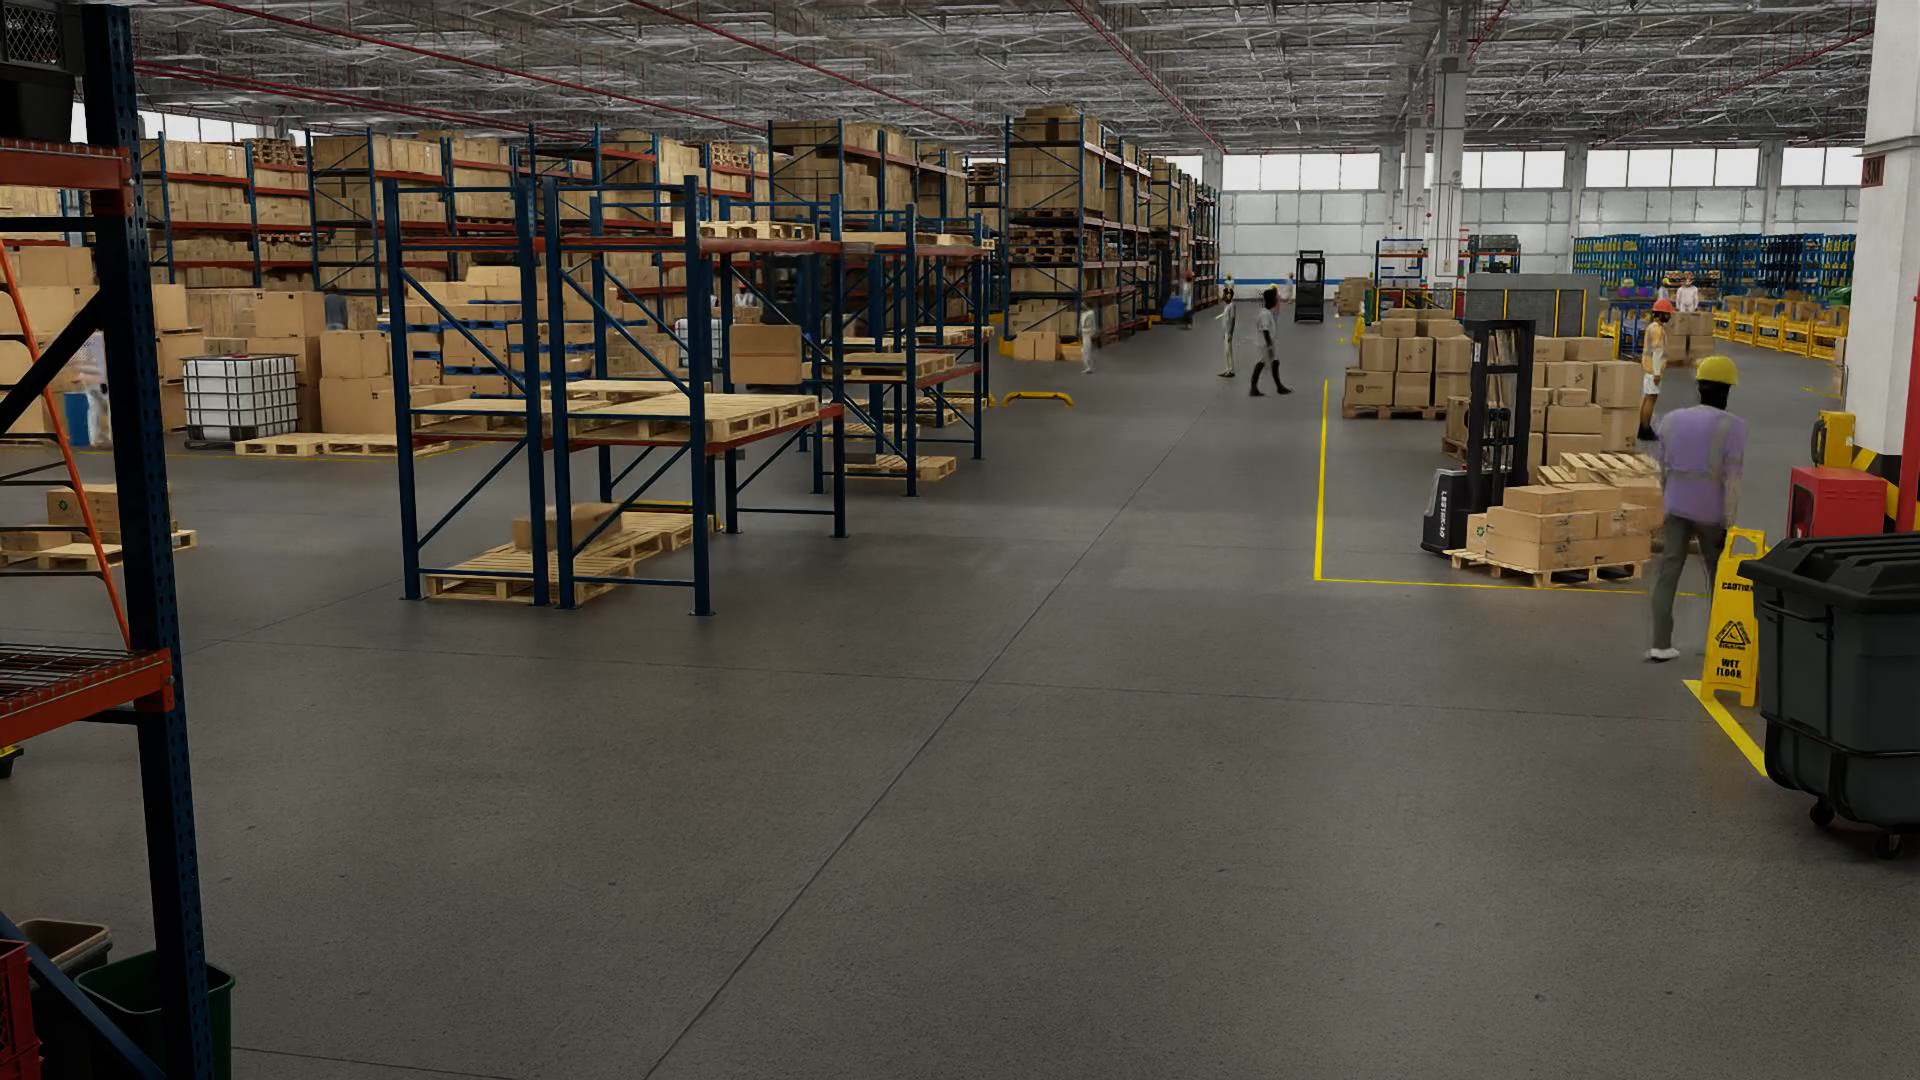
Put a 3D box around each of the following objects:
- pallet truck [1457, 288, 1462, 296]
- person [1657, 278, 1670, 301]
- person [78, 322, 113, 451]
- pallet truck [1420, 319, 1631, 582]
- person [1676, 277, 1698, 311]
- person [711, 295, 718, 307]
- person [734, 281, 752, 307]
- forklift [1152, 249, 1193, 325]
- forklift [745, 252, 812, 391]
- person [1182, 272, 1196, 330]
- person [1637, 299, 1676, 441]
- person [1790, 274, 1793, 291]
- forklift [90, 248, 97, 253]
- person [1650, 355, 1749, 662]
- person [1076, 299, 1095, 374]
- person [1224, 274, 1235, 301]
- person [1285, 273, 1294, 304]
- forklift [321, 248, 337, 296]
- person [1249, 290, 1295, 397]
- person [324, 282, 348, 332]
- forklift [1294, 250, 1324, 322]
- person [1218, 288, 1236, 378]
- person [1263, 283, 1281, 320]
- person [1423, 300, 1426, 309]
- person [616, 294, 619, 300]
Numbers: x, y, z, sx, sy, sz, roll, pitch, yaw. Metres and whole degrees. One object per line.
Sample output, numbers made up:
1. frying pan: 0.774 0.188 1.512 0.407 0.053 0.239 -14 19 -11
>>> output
1. pallet truck: 20.506 -9.785 68.819 0.653 1.274 1.630 2 10 12
2. person: 24.568 -8.231 58.104 0.403 1.817 0.597 7 12 35
3. person: -11.092 -2.058 21.519 0.649 1.820 0.556 8 13 40
4. pallet truck: 4.543 -0.757 13.299 0.823 1.965 1.885 -4 10 -22
5. person: 23.461 -7.523 53.674 0.681 1.887 0.546 3 10 17
6. person: -6.126 -5.265 40.246 0.587 1.913 0.391 -1 10 -5
7. person: -5.917 -6.153 45.497 0.544 1.923 0.600 2 10 14
8. forklift: 7.646 -9.320 61.395 1.873 2.768 1.129 2 10 11
9. forklift: -3.289 -4.243 31.332 1.129 2.768 1.873 2 10 12
10. person: 8.095 -8.374 58.314 0.686 2.024 0.636 3 10 15
11. person: 9.535 -2.323 22.759 0.377 1.932 0.552 2 10 14
12. person: 39.858 -11.875 79.642 0.589 1.826 0.403 -4 10 -21
13. forklift: -26.314 -7.471 50.446 1.129 2.768 1.873 2 10 12
14. person: 4.638 -0.199 10.333 0.995 1.871 0.601 -7 12 -36
15. person: 2.698 -4.389 35.929 0.537 1.623 0.535 -3 10 -16
16. person: 13.793 -12.760 85.214 0.545 1.716 0.928 2 10 12
17. person: 18.199 -13.872 91.735 0.473 1.738 0.567 8 12 39
18. forklift: -19.677 -7.789 52.327 1.873 2.768 1.129 0 10 0
19. person: 5.610 -3.501 29.741 0.906 1.926 0.627 3 10 18
20. person: -14.448 -4.968 38.413 0.629 1.940 0.373 -2 10 -9
21. forklift: 13.778 -10.002 65.433 1.129 2.768 1.873 2 10 12
22. person: 5.619 -4.339 34.892 0.312 1.869 0.538 0 10 -2
23. person: 9.718 -7.116 51.745 0.522 1.727 0.885 -3 10 -17
24. person: 15.813 -7.802 56.127 0.287 1.626 0.497 -7 12 -34
25. person: -8.459 -5.246 40.964 0.524 1.631 0.319 0 10 0
